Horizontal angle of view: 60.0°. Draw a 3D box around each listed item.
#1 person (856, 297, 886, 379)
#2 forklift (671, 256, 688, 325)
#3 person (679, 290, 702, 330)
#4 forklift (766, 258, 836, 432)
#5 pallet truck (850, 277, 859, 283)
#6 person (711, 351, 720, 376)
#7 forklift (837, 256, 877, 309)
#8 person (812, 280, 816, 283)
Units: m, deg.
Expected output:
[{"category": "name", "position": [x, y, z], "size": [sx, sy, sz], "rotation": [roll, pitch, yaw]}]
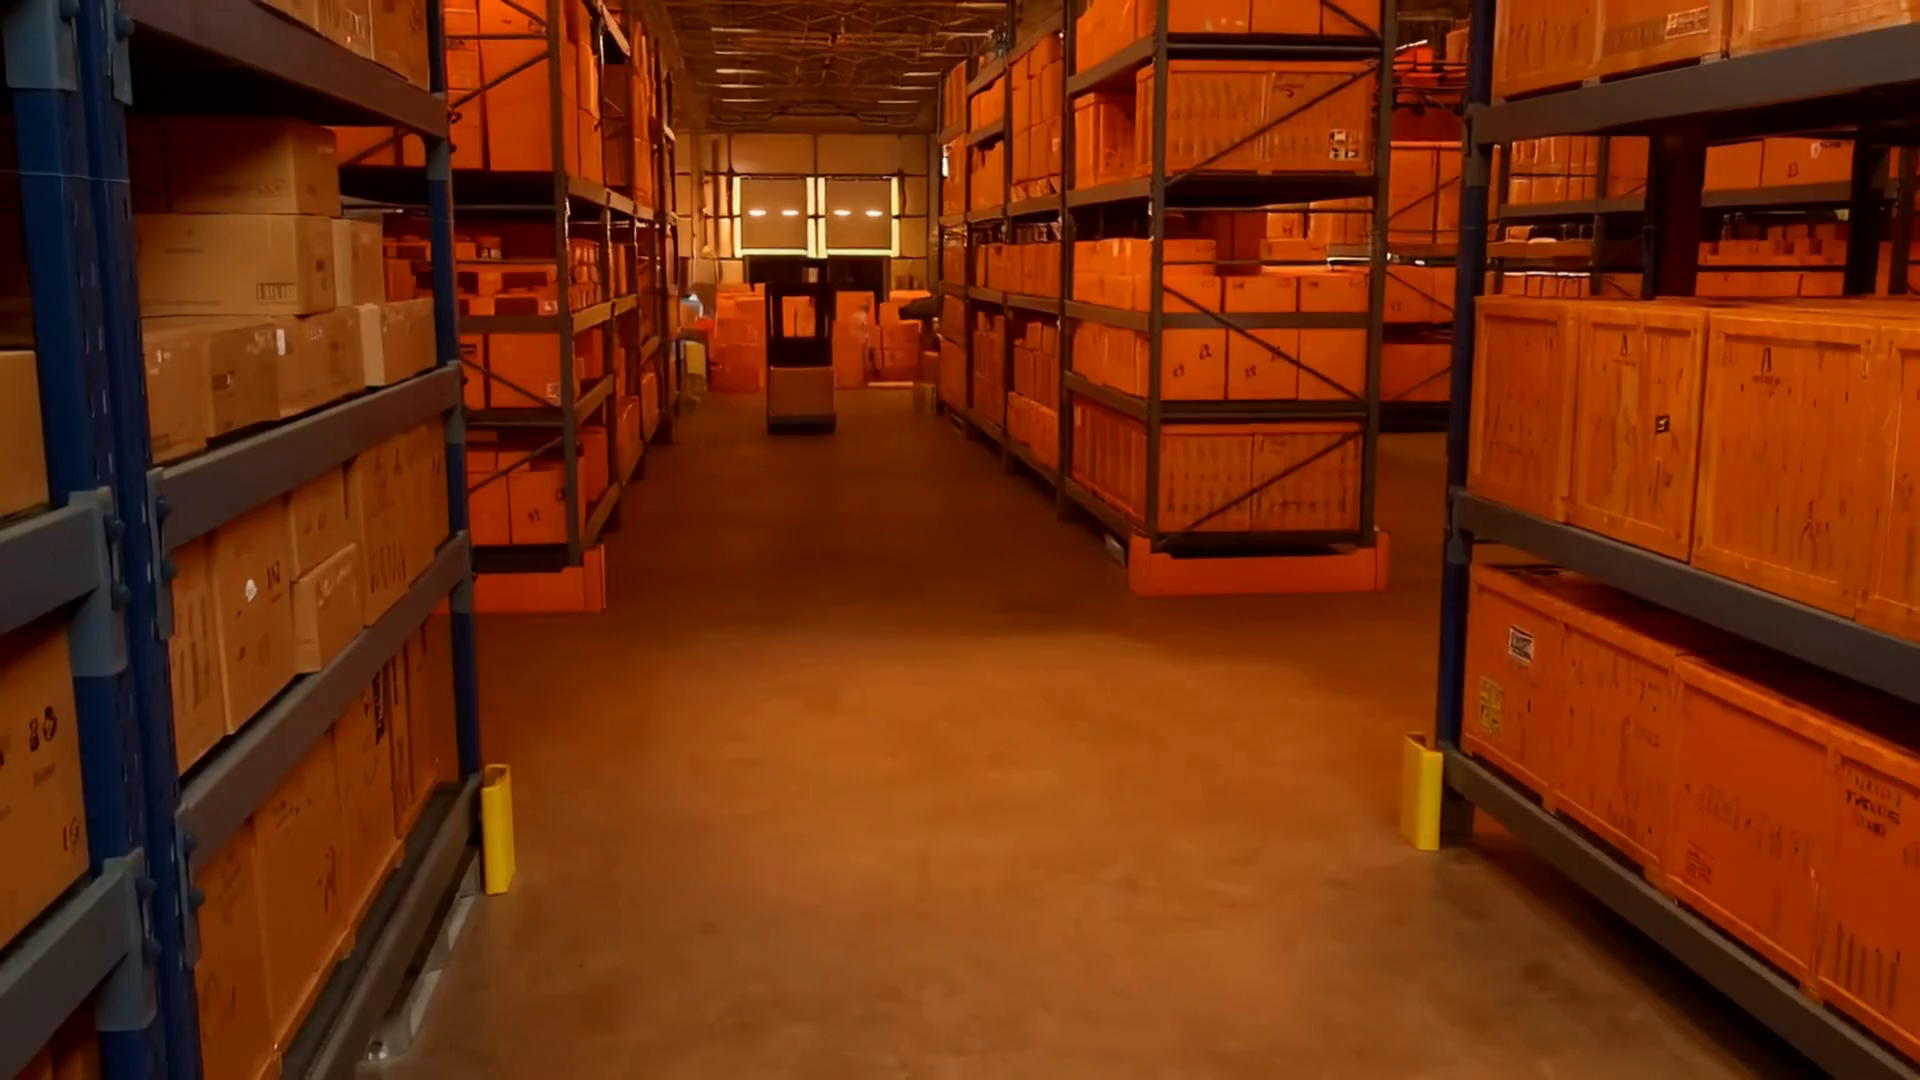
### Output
[{"category": "person", "position": [-2.140, -4.665, 38.581], "size": [0.922, 1.899, 0.566], "rotation": [3, 10, 18]}, {"category": "forklift", "position": [-10.150, -8.825, 59.945], "size": [1.873, 2.768, 1.129], "rotation": [4, 11, 24]}, {"category": "person", "position": [-7.367, -5.875, 45.507], "size": [0.637, 1.938, 0.357], "rotation": [-1, 10, -7]}, {"category": "forklift", "position": [-2.646, -3.238, 27.414], "size": [1.129, 2.768, 1.873], "rotation": [-1, 10, -7]}, {"category": "pallet truck", "position": [-3.782, -9.391, 65.808], "size": [1.885, 1.965, 0.823], "rotation": [2, 10, 10]}, {"category": "person", "position": [-5.502, -4.829, 39.844], "size": [0.959, 1.805, 0.638], "rotation": [-5, 11, -26]}, {"category": "forklift", "position": [-3.654, -8.205, 56.335], "size": [1.129, 2.768, 1.873], "rotation": [-6, 12, -33]}, {"category": "person", "position": [-5.517, -8.896, 63.171], "size": [0.597, 1.913, 0.474], "rotation": [0, 10, 1]}]
